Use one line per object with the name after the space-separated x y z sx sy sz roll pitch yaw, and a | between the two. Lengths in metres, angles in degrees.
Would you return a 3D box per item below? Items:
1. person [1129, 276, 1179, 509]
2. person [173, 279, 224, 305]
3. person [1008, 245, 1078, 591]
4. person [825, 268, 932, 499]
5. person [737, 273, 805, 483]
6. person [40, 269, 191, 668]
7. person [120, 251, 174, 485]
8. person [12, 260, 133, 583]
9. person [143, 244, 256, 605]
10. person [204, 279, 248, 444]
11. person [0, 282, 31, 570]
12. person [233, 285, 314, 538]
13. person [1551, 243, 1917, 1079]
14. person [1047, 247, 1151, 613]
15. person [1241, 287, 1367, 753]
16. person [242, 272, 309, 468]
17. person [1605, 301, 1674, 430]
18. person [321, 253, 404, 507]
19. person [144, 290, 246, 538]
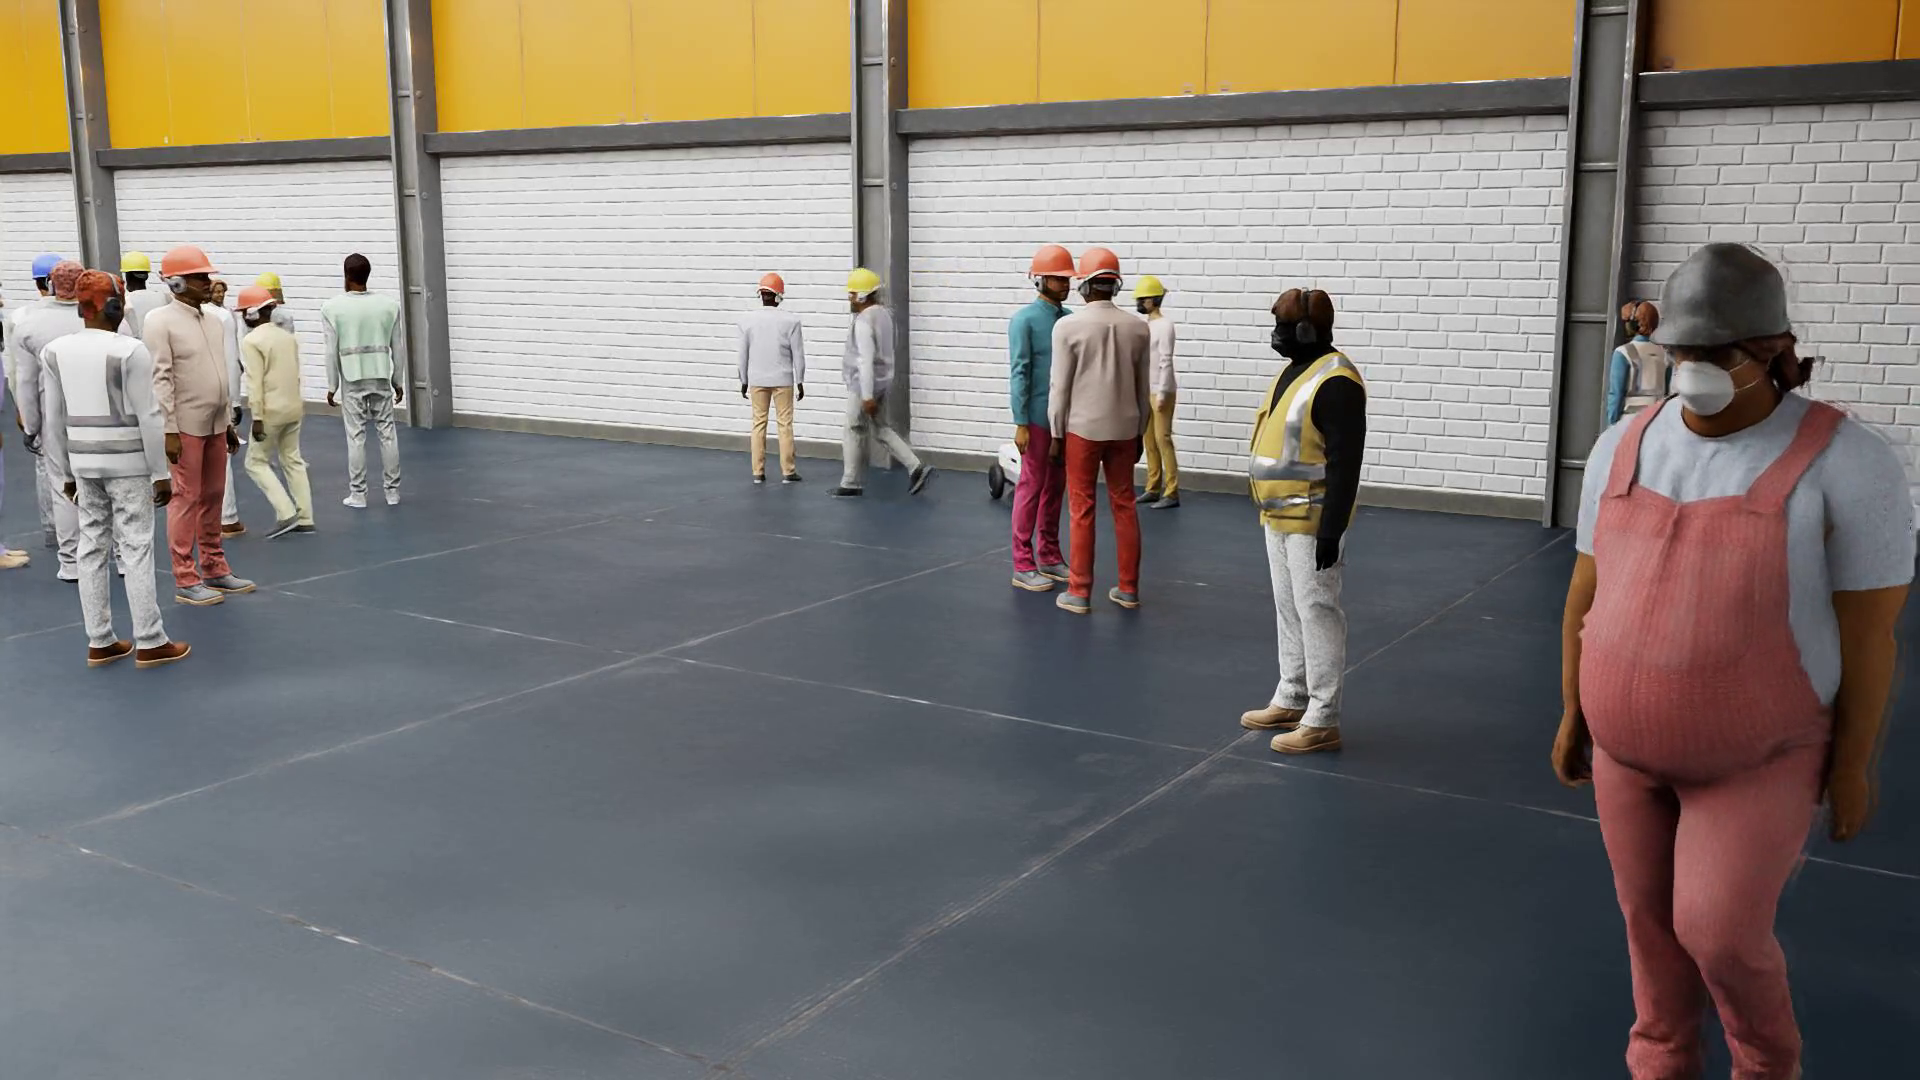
1.450 -1.120 12.628 0.360 1.756 0.535 -4 11 -21 | person
-7.832 -1.999 17.084 0.403 1.904 0.652 2 10 12 | person
0.521 -0.710 9.689 0.390 1.992 0.624 8 13 37 | person
-0.635 -1.202 12.942 0.789 1.809 0.591 3 11 18 | person
-1.566 -1.348 13.894 0.575 1.749 0.334 1 10 8 | person
-4.004 -0.327 7.871 0.574 1.887 0.355 2 10 11 | person
-6.744 -1.416 13.787 0.374 1.928 0.584 6 12 31 | person
-5.226 -0.702 9.896 0.652 1.906 0.402 -6 12 -30 | person
-4.274 -0.645 9.325 0.375 1.997 0.611 2 10 8 | person
-7.273 -1.731 16.330 0.310 1.642 0.514 5 11 26 | person
-5.979 -0.720 10.204 0.359 1.834 0.524 -8 13 -37 | person
-4.690 -0.875 11.365 0.495 1.719 0.571 1 10 7 | person
1.567 0.376 3.548 0.539 2.000 0.691 -7 12 -35 | person
0.757 -0.600 9.130 0.622 1.986 0.424 -4 11 -23 | person
1.358 -0.078 6.621 0.429 1.839 0.634 -2 10 -10 | person
-6.050 -1.484 14.677 0.493 1.744 0.296 2 10 8 | person
4.395 -0.725 10.797 0.523 1.632 0.314 -5 11 -24 | person
-4.518 -1.205 12.639 0.592 1.922 0.392 -7 12 -34 | person
-5.168 -0.936 11.257 0.576 1.881 0.352 -2 11 -13 | person
